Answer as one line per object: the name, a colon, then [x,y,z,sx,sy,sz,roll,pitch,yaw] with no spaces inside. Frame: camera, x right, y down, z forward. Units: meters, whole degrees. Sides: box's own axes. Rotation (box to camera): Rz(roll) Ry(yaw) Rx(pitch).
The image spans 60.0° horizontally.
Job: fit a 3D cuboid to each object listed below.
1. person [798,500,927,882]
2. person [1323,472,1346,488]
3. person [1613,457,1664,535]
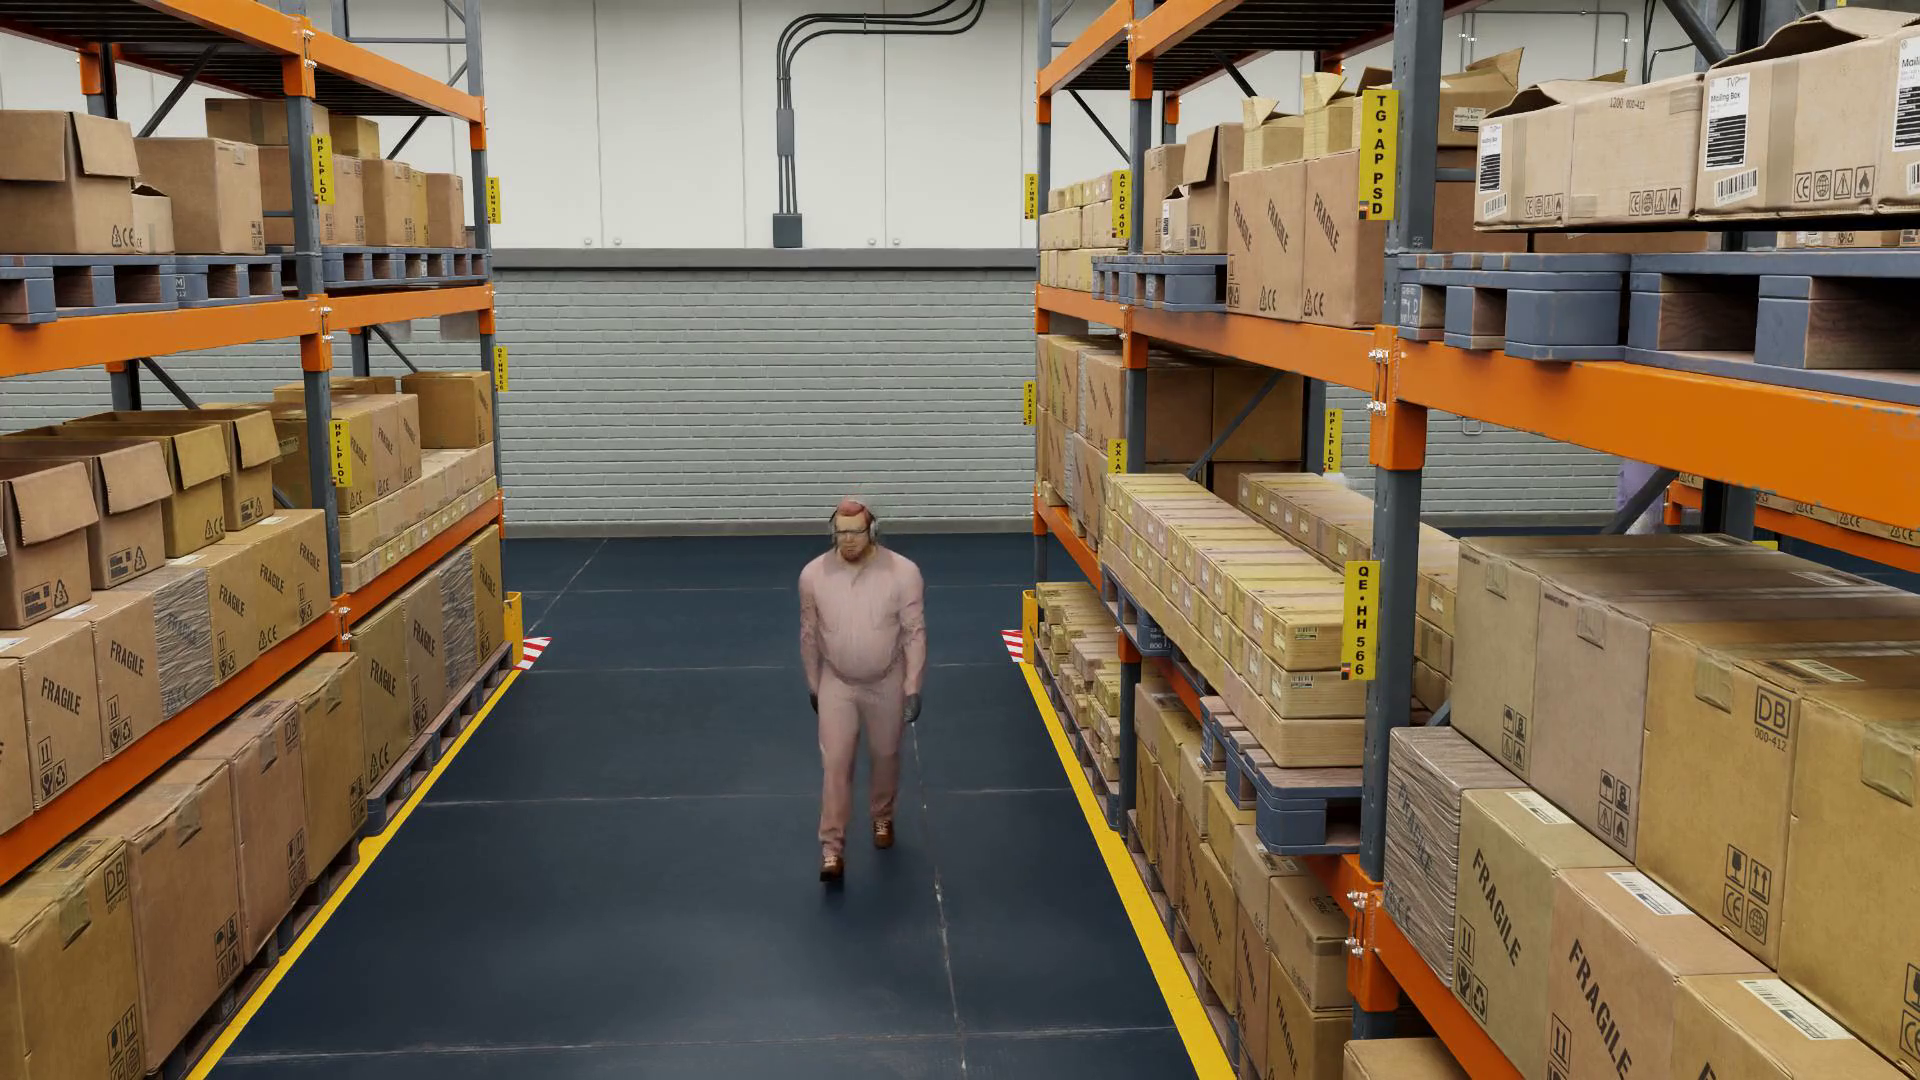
person: [-0.489,0.724,8.244,0.645,1.852,1.016,0,10,2]
person: [2.449,0.125,11.755,0.564,1.852,0.527,-3,10,-20]
person: [5.693,-0.240,13.719,0.745,1.923,0.640,-1,10,-3]
